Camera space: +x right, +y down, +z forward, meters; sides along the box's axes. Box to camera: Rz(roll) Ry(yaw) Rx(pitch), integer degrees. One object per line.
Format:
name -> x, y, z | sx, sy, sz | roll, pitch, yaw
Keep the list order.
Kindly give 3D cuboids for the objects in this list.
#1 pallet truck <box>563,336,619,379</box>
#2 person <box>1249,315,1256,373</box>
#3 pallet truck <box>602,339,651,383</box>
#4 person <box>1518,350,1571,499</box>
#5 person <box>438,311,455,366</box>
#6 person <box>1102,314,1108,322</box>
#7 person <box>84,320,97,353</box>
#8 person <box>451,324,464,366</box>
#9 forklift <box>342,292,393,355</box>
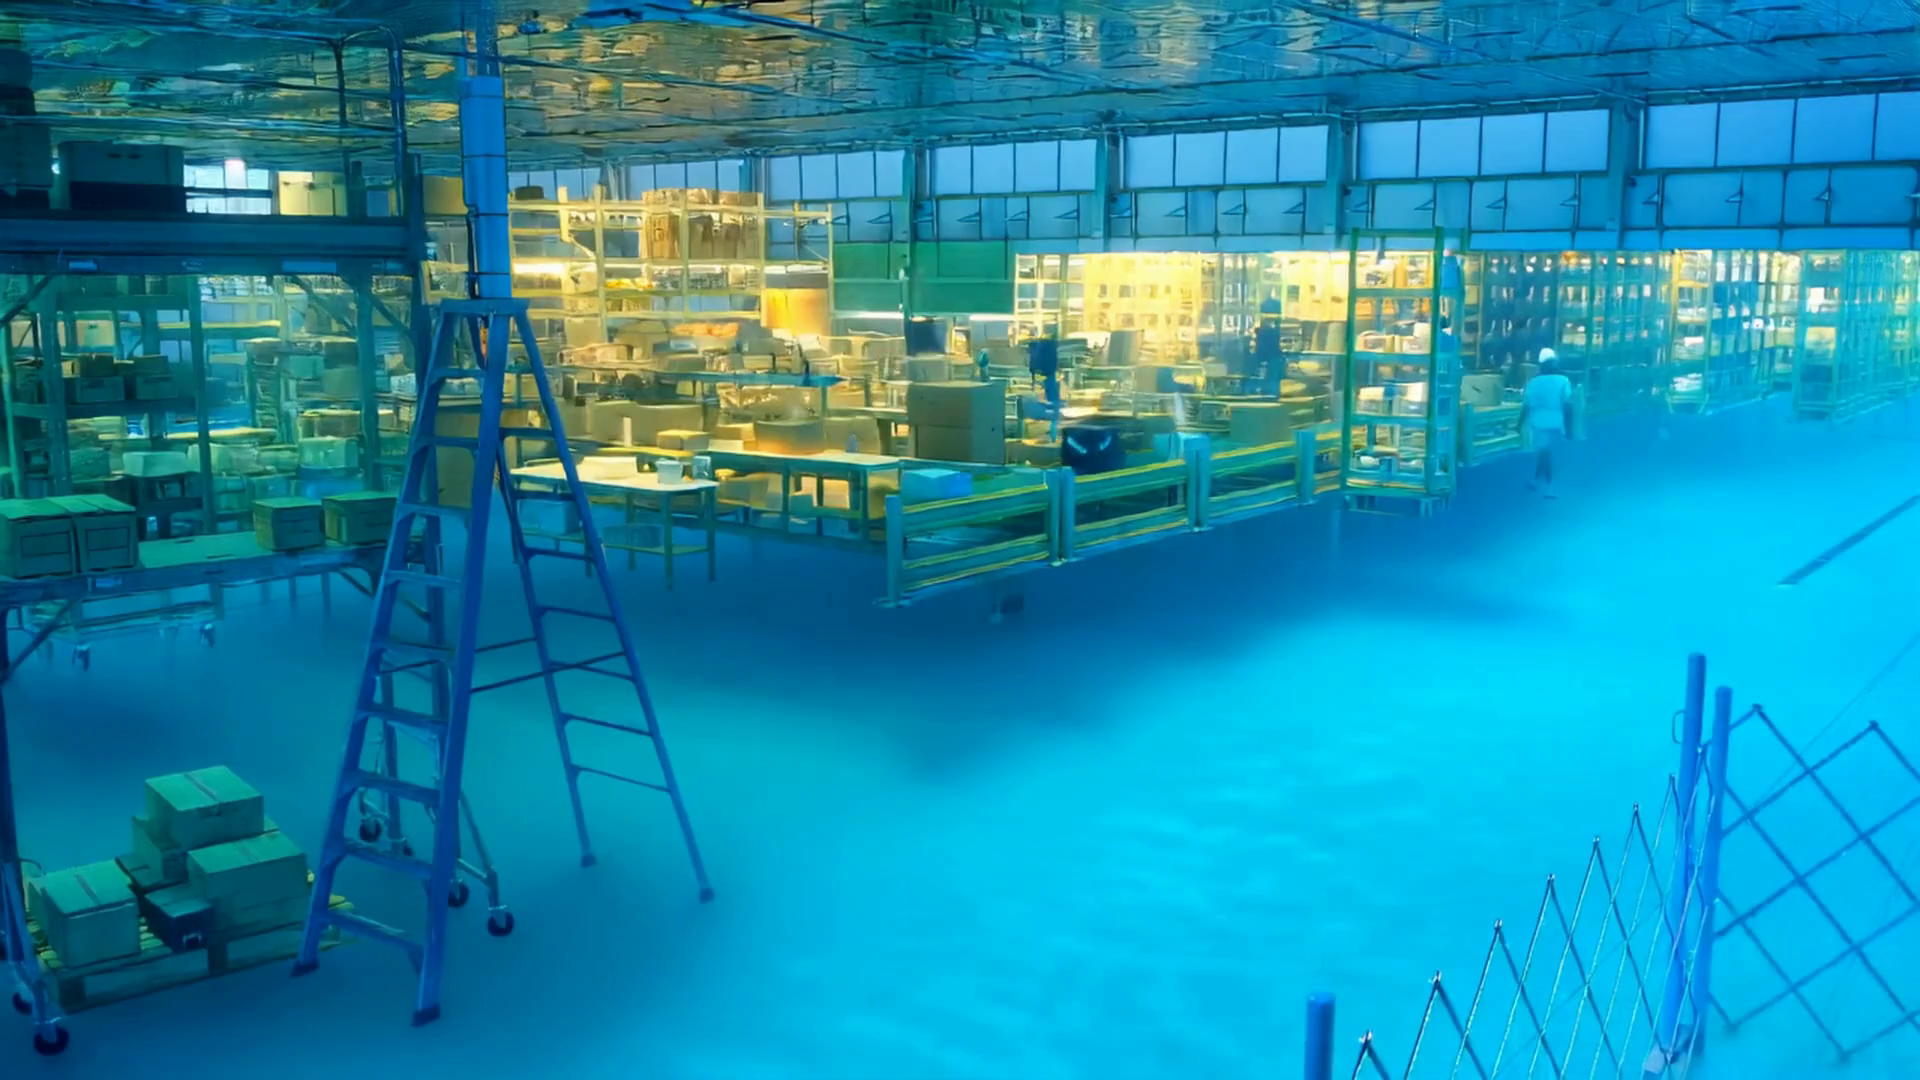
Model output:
pallet truck -> -10.690, -5.294, 48.215 | 1.601, 1.201, 0.680 | -5, 10, -26
person -> 8.980, -5.920, 50.239 | 0.404, 1.829, 0.600 | -6, 11, -33
pallet truck -> -8.991, -4.871, 45.351 | 0.653, 1.274, 1.630 | 7, 11, 37
person -> 7.950, -1.593, 22.728 | 0.637, 1.987, 1.027 | -1, 9, -9
person -> -15.994, -6.198, 51.731 | 0.550, 1.922, 0.620 | 7, 11, 36
person -> 4.416, -6.037, 50.856 | 1.059, 1.872, 0.615 | -4, 10, -23
person -> -26.259, -5.807, 50.166 | 0.522, 1.618, 0.425 | 5, 11, 31
person -> -15.013, -5.810, 49.584 | 0.403, 1.823, 0.586 | 1, 9, 8
forklift -> -16.485, -5.622, 45.120 | 1.129, 2.768, 1.873 | 7, 11, 37
